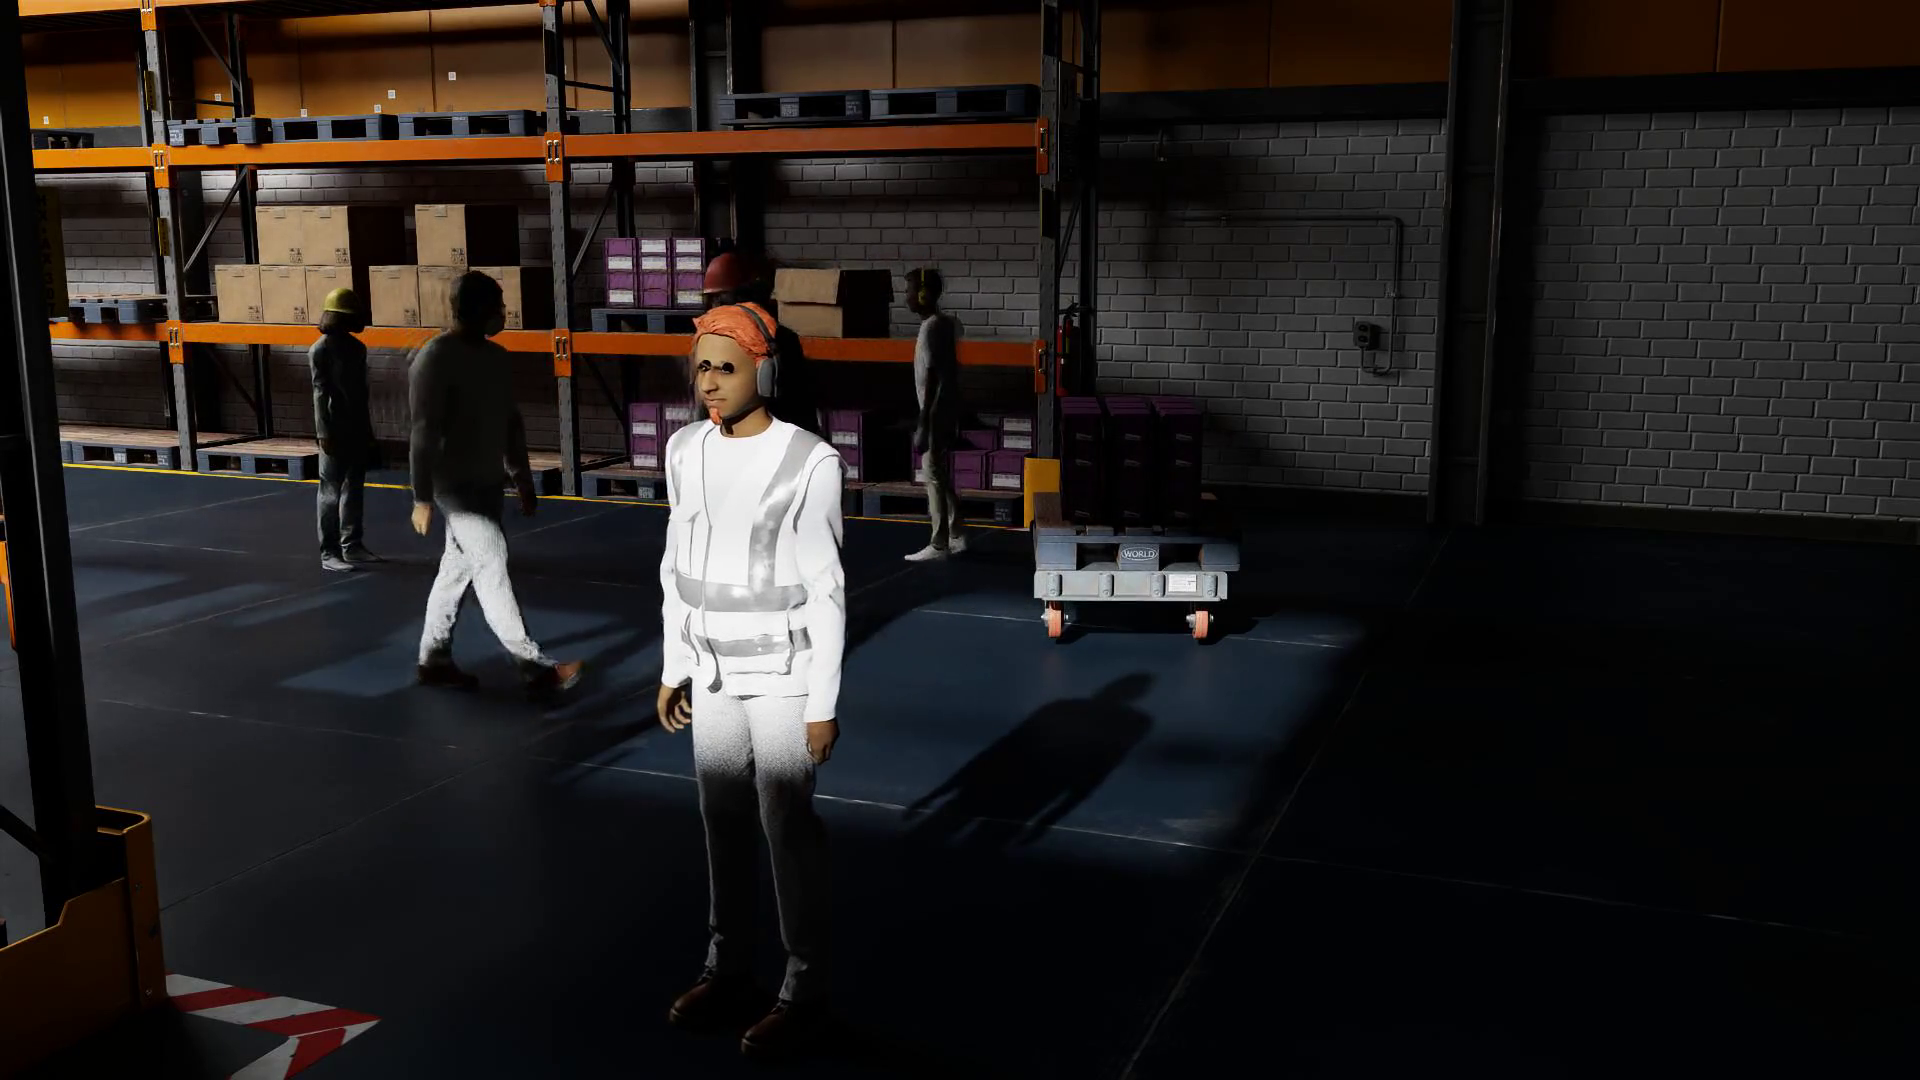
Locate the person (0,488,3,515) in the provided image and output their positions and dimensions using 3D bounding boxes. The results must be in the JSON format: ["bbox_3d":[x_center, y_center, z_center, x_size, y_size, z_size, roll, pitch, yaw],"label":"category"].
[{"bbox_3d":[-6.137,-0.830,10.692,0.556,1.888,0.910,-8,13,-37],"label":"person"}]

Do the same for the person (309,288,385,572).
[{"bbox_3d":[-3.798,-0.685,10.312,0.322,1.741,0.490,3,11,16],"label":"person"}]

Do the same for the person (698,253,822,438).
[{"bbox_3d":[-0.956,-0.330,7.703,0.664,1.957,0.649,6,12,31],"label":"person"}]

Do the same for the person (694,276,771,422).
[{"bbox_3d":[-1.183,-0.475,8.751,0.980,1.889,0.596,-10,14,-43],"label":"person"}]

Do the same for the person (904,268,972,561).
[{"bbox_3d":[-0.164,-0.772,10.525,0.421,1.856,0.578,2,10,9],"label":"person"}]

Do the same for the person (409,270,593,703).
[{"bbox_3d":[-2.053,-0.226,7.336,0.998,1.887,0.645,3,10,14],"label":"person"}]

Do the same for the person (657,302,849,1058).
[{"bbox_3d":[-0.522,0.348,4.185,0.580,1.879,0.346,8,13,38],"label":"person"}]
